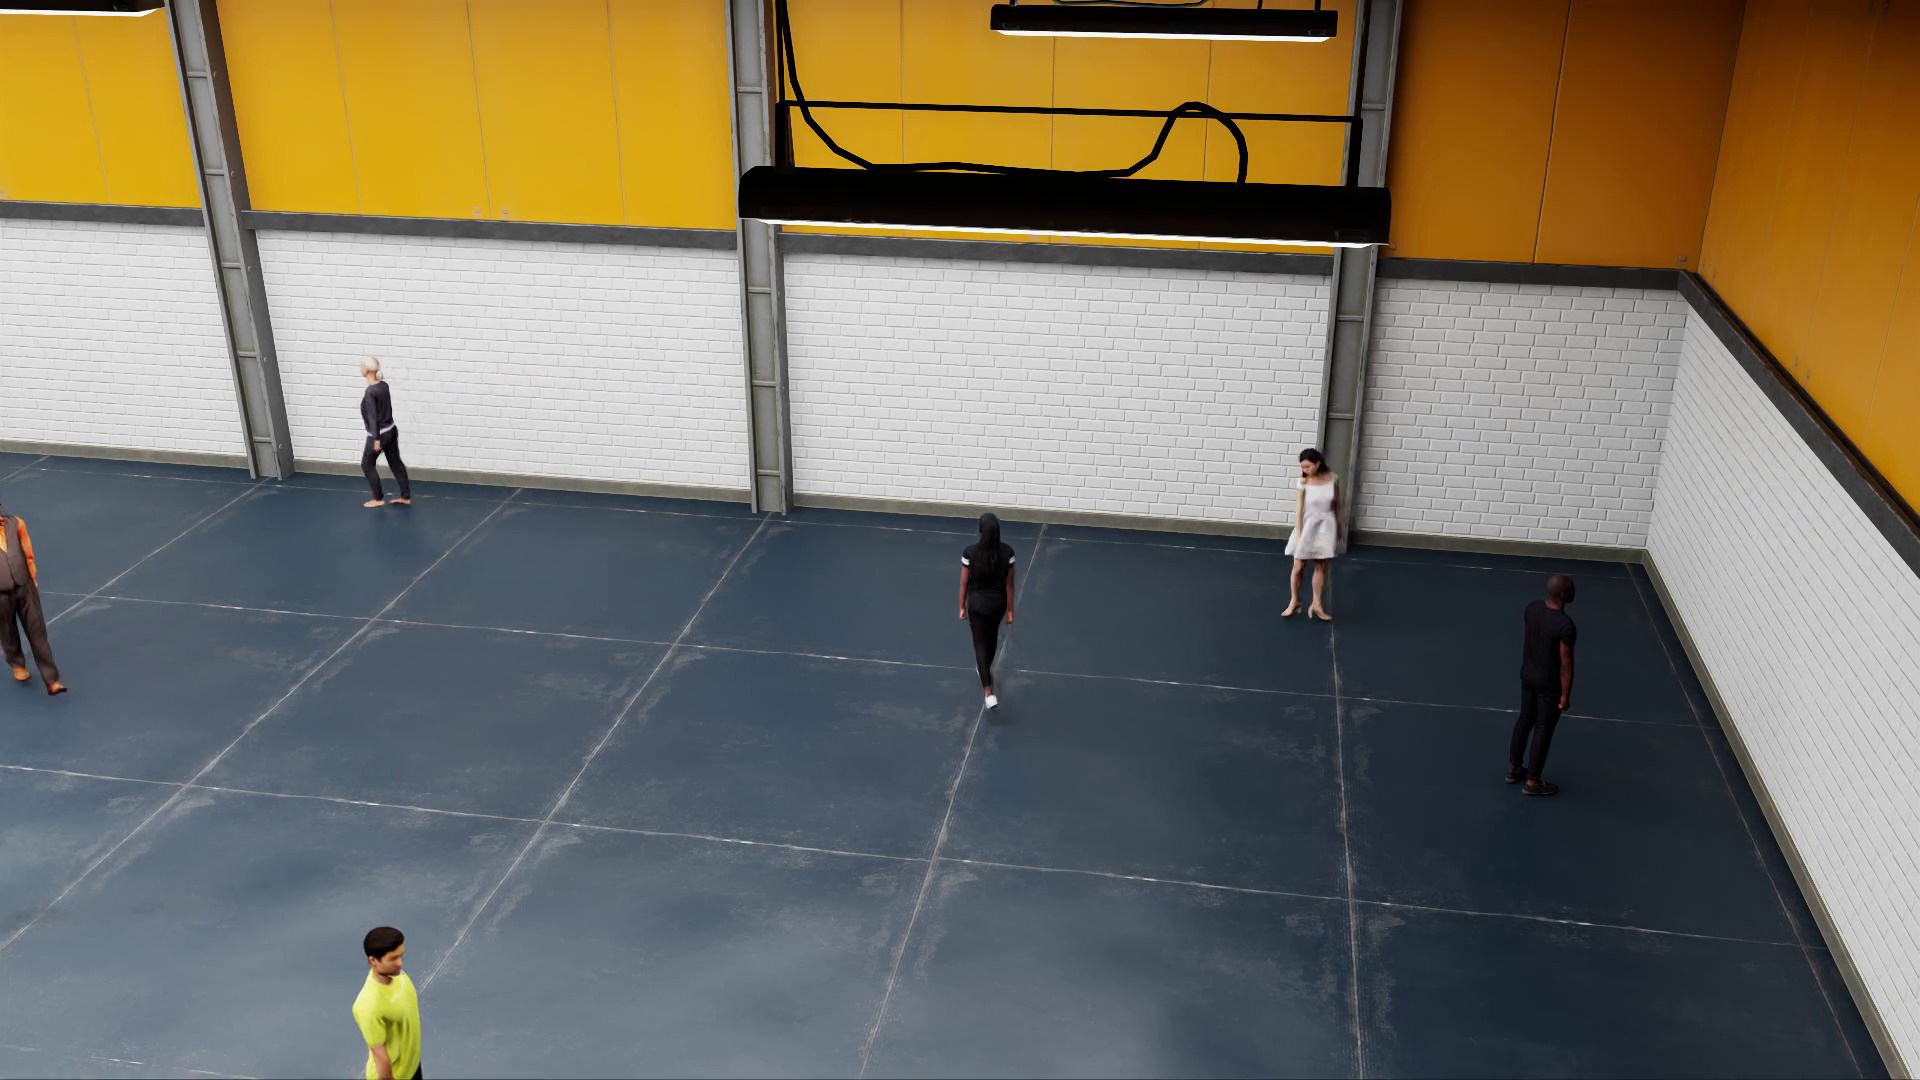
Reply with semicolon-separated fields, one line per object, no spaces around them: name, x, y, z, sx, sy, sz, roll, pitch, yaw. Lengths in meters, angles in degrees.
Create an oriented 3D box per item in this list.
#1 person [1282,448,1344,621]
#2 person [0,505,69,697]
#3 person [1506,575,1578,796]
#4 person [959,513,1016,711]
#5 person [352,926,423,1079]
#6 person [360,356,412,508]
person;3.369;-0.048;15.493;0.681;1.748;0.846;-9;25;-20
person;-8.190;0.440;14.247;1.352;1.853;1.164;21;31;39
person;4.485;1.095;12.789;0.740;1.819;0.746;-9;25;-19
person;0.240;0.617;14.039;1.179;1.694;0.949;-4;24;-9
person;-3.066;2.820;8.985;0.617;1.706;0.668;-2;24;-4
person;-6.216;-1.162;18.091;0.693;1.709;0.626;4;24;9
